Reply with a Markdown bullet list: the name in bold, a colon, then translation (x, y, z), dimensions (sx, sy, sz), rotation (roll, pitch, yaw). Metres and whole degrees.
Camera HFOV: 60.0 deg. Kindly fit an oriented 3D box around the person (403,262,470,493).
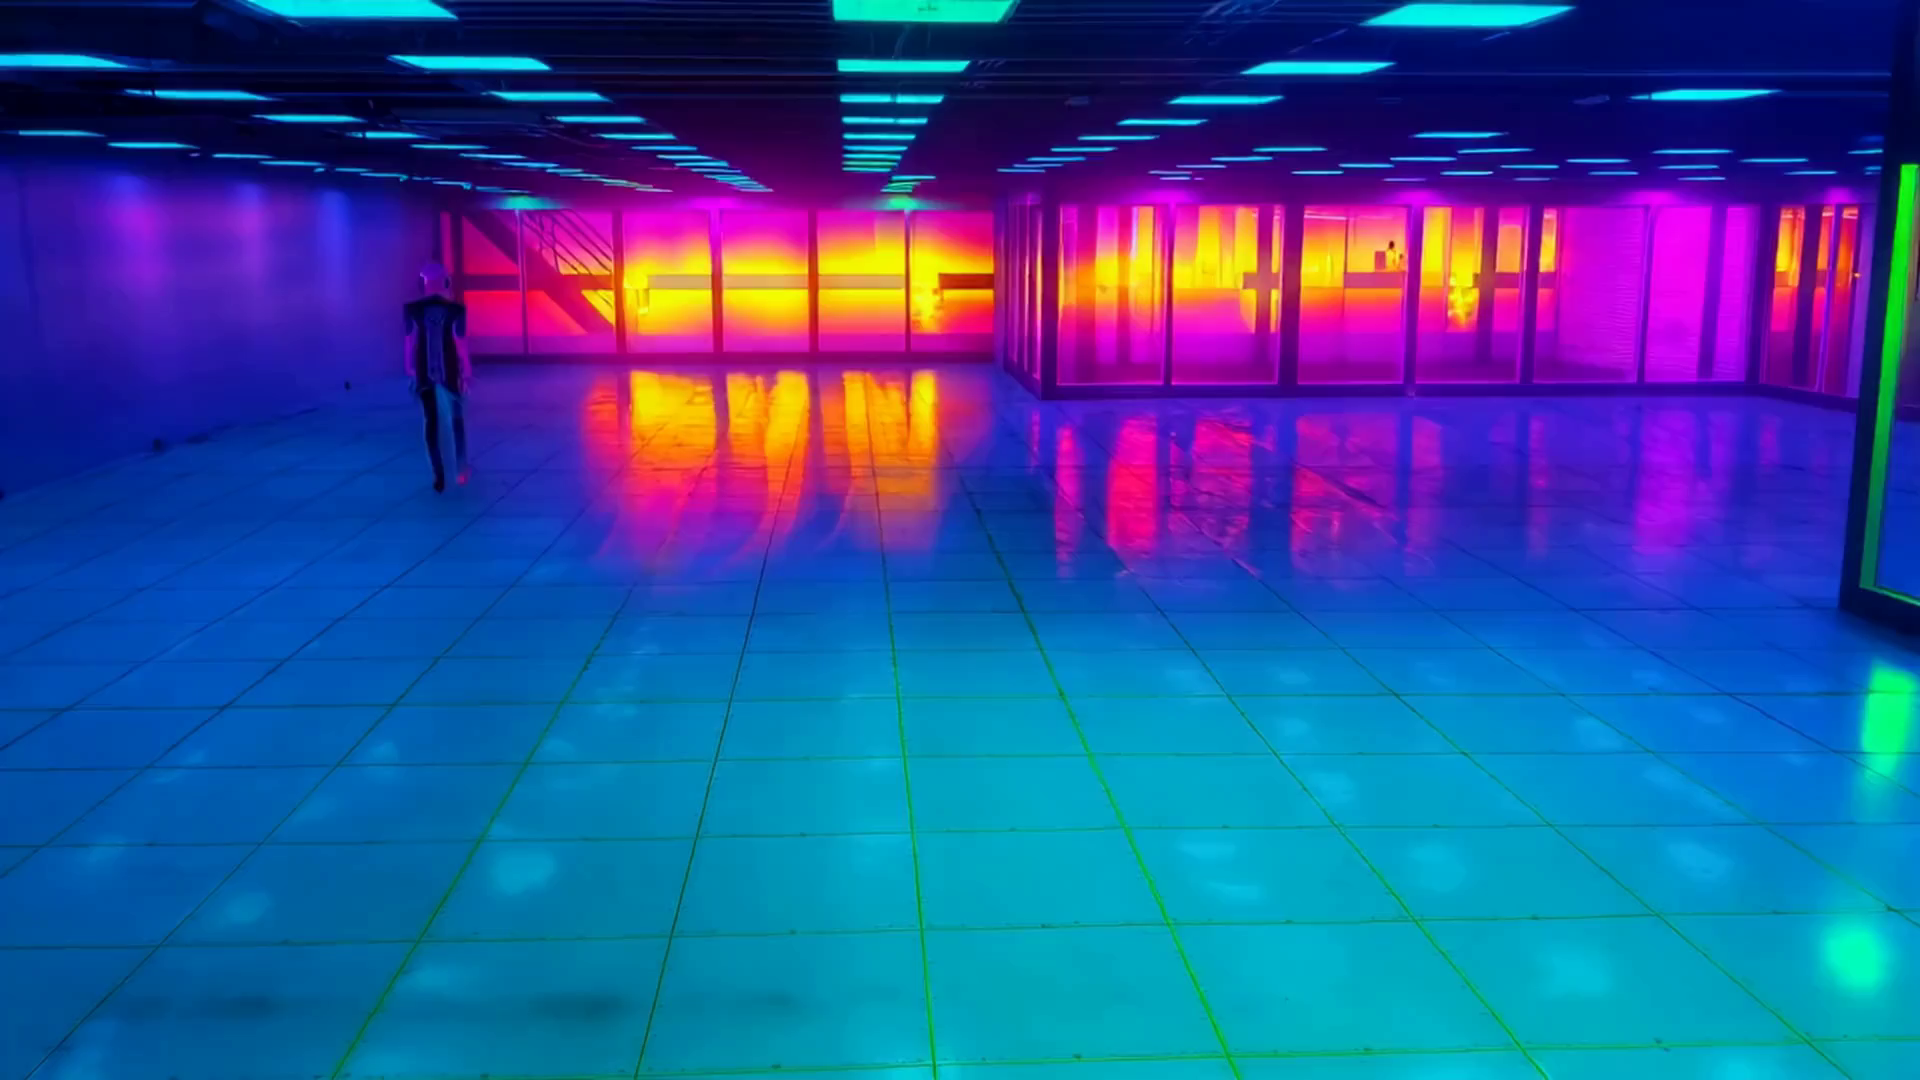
- **person**: translation (-4.255, -1.326, 13.556), dimensions (0.517, 1.834, 0.900), rotation (-3, 11, -14)
